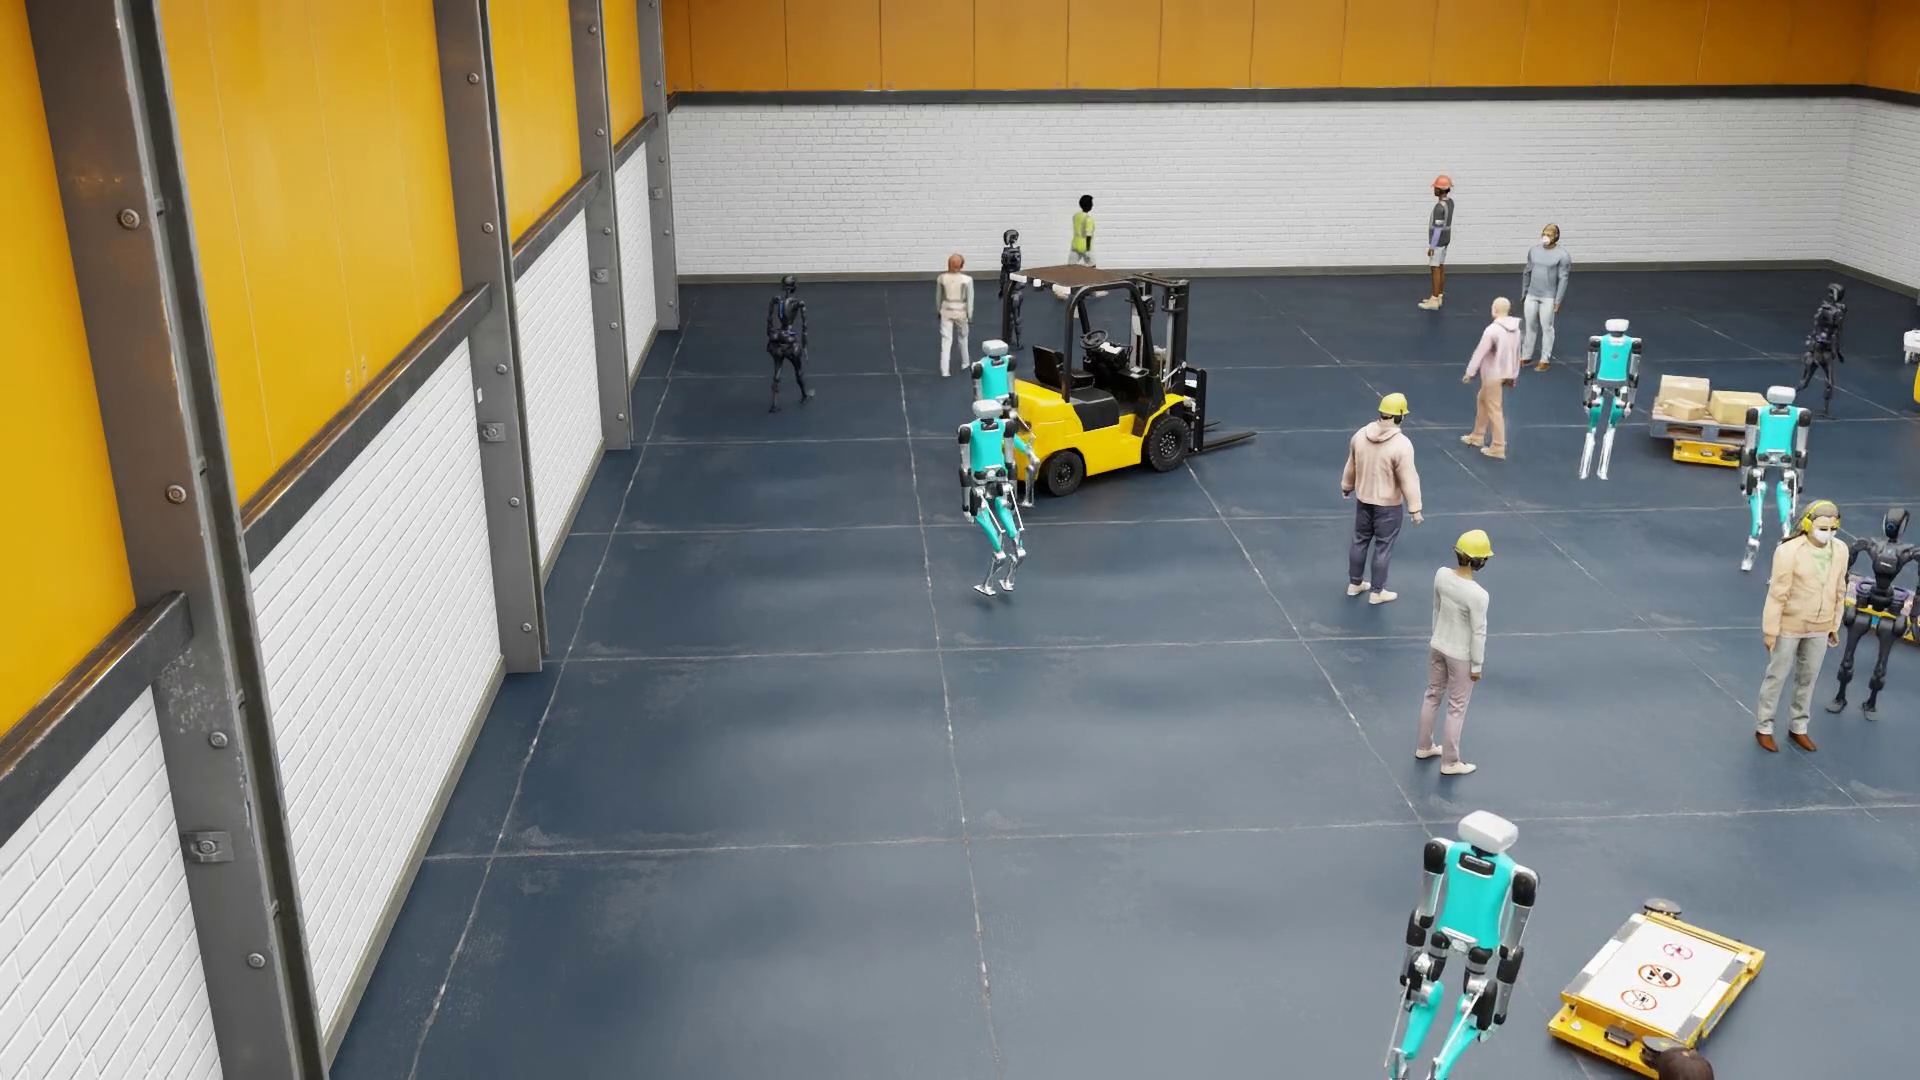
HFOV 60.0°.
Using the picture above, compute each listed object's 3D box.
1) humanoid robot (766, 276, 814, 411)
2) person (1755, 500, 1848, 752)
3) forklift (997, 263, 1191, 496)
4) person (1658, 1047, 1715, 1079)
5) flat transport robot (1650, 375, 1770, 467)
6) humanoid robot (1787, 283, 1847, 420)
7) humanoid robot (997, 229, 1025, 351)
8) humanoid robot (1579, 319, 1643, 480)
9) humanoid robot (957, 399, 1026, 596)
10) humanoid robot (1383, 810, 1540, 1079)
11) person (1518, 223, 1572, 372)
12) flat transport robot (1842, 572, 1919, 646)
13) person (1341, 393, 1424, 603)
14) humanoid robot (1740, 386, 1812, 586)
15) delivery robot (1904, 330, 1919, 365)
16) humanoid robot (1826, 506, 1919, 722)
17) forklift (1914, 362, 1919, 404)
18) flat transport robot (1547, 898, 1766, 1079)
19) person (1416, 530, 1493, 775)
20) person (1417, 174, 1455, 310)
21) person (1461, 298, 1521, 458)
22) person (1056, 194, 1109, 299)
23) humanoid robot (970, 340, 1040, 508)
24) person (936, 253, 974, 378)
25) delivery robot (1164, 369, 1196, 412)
[{"bbox_3d":[-2.099,-2.410,20.212,0.611,1.628,0.770,10,23,26],"label":"humanoid robot"},{"bbox_3d":[5.905,0.596,11.698,0.562,1.868,0.412,-2,20,-6],"label":"person"},{"bbox_3d":[1.315,-1.764,17.646,2.313,2.155,1.214,-14,24,-33],"label":"forklift"},{"bbox_3d":[2.604,2.664,6.193,0.470,1.769,0.378,-3,20,-9],"label":"person"},{"bbox_3d":[8.402,-1.125,18.694,0.659,0.231,1.431,8,22,22],"label":"flat transport robot"},{"bbox_3d":[10.266,-2.288,19.885,0.590,1.633,0.757,-10,22,-26],"label":"humanoid robot"},{"bbox_3d":[0.717,-3.465,23.004,0.315,1.657,0.599,-8,22,-20],"label":"humanoid robot"},{"bbox_3d":[6.826,-1.482,17.553,0.545,1.806,0.678,6,21,16],"label":"humanoid robot"},{"bbox_3d":[0.326,-0.316,14.161,0.533,1.680,0.735,-8,22,-22],"label":"humanoid robot"},{"bbox_3d":[2.195,2.178,7.612,0.549,1.775,0.856,15,25,35],"label":"humanoid robot"},{"bbox_3d":[7.675,-3.198,21.922,0.373,1.939,0.630,-16,26,-38],"label":"person"},{"bbox_3d":[7.784,0.574,14.064,0.659,0.231,1.431,-13,24,-31],"label":"flat transport robot"},{"bbox_3d":[3.598,-0.353,14.292,0.430,1.855,0.820,-16,26,-37],"label":"person"},{"bbox_3d":[7.143,-0.415,14.631,0.556,1.766,0.840,7,21,19],"label":"humanoid robot"},{"bbox_3d":[13.024,-2.570,22.201,0.503,0.585,0.756,-13,24,-31],"label":"delivery robot"},{"bbox_3d":[6.703,0.528,12.161,0.616,1.654,0.331,12,24,30],"label":"humanoid robot"},{"bbox_3d":[12.602,-2.435,19.475,2.313,2.155,1.214,-1,20,-4],"label":"forklift"},{"bbox_3d":[3.805,2.421,9.030,0.659,0.231,1.431,17,26,39],"label":"flat transport robot"},{"bbox_3d":[3.412,0.761,11.394,0.326,1.759,0.520,-9,22,-22],"label":"person"},{"bbox_3d":[7.316,-4.565,25.489,0.366,2.048,0.606,11,23,28],"label":"person"},{"bbox_3d":[5.832,-1.818,18.421,0.519,1.747,0.778,-17,26,-38],"label":"person"},{"bbox_3d":[1.922,-4.610,26.184,0.905,1.647,0.542,-12,23,-29],"label":"person"},{"bbox_3d":[0.491,-1.071,16.471,0.543,1.750,1.043,-14,24,-34],"label":"humanoid robot"},{"bbox_3d":[-0.073,-2.942,21.713,0.527,1.594,0.845,5,21,14],"label":"person"},{"bbox_3d":[2.479,-1.755,19.980,0.765,0.585,0.499,6,21,15],"label":"delivery robot"}]
